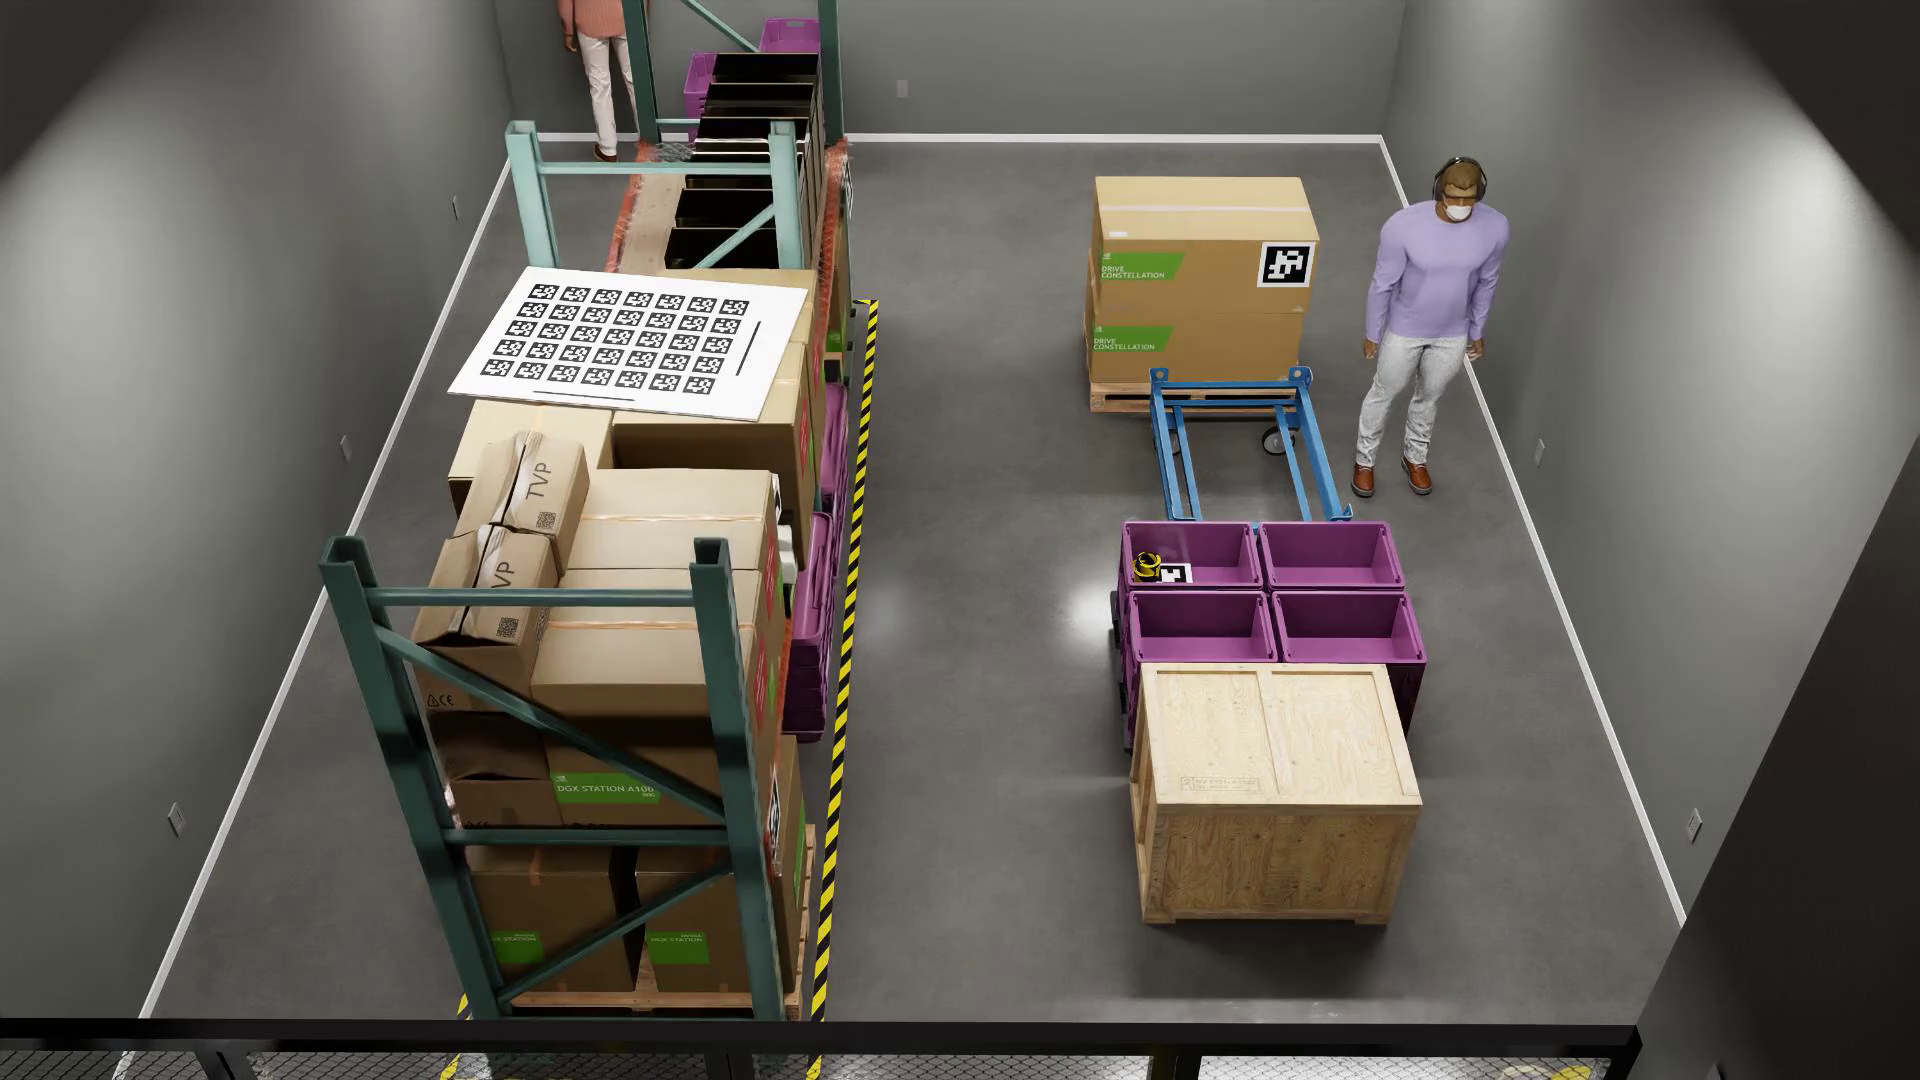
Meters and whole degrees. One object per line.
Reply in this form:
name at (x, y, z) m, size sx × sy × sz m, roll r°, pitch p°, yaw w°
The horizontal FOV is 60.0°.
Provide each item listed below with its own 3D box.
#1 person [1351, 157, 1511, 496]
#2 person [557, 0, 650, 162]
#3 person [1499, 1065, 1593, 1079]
person at (2.328, -1.053, 8.314) m, size 0.635 × 1.937 × 0.353 m, roll -2°, pitch 41°, yaw -2°
person at (-2.341, -3.426, 10.978) m, size 0.609 × 1.996 × 0.379 m, roll -16°, pitch 44°, yaw -17°
person at (1.619, 2.069, 4.833) m, size 0.404 × 1.830 × 0.599 m, roll 5°, pitch 42°, yaw 6°
